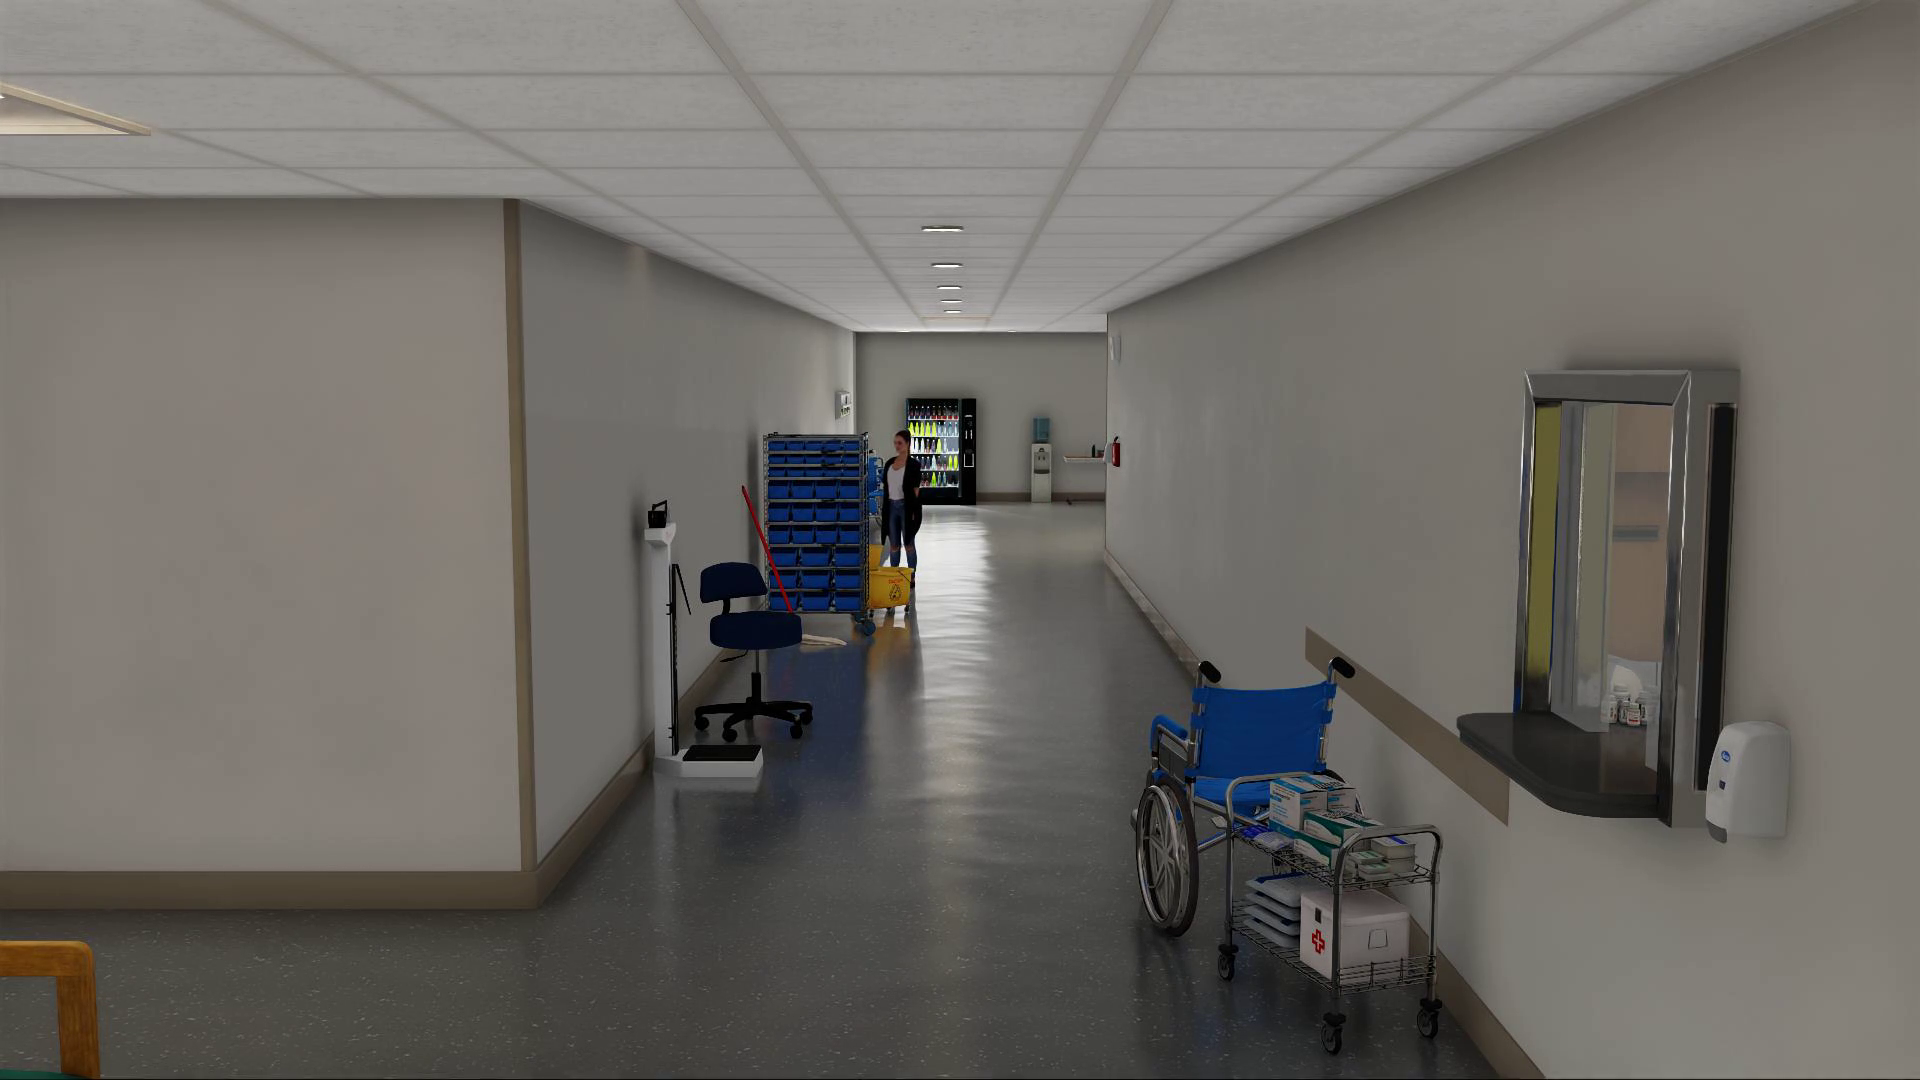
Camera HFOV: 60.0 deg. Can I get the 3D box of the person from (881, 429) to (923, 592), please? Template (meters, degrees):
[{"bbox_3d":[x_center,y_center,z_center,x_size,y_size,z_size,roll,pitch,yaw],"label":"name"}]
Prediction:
[{"bbox_3d":[-0.605,-0.318,17.444,0.670,1.691,0.779,3,7,30],"label":"person"}]
